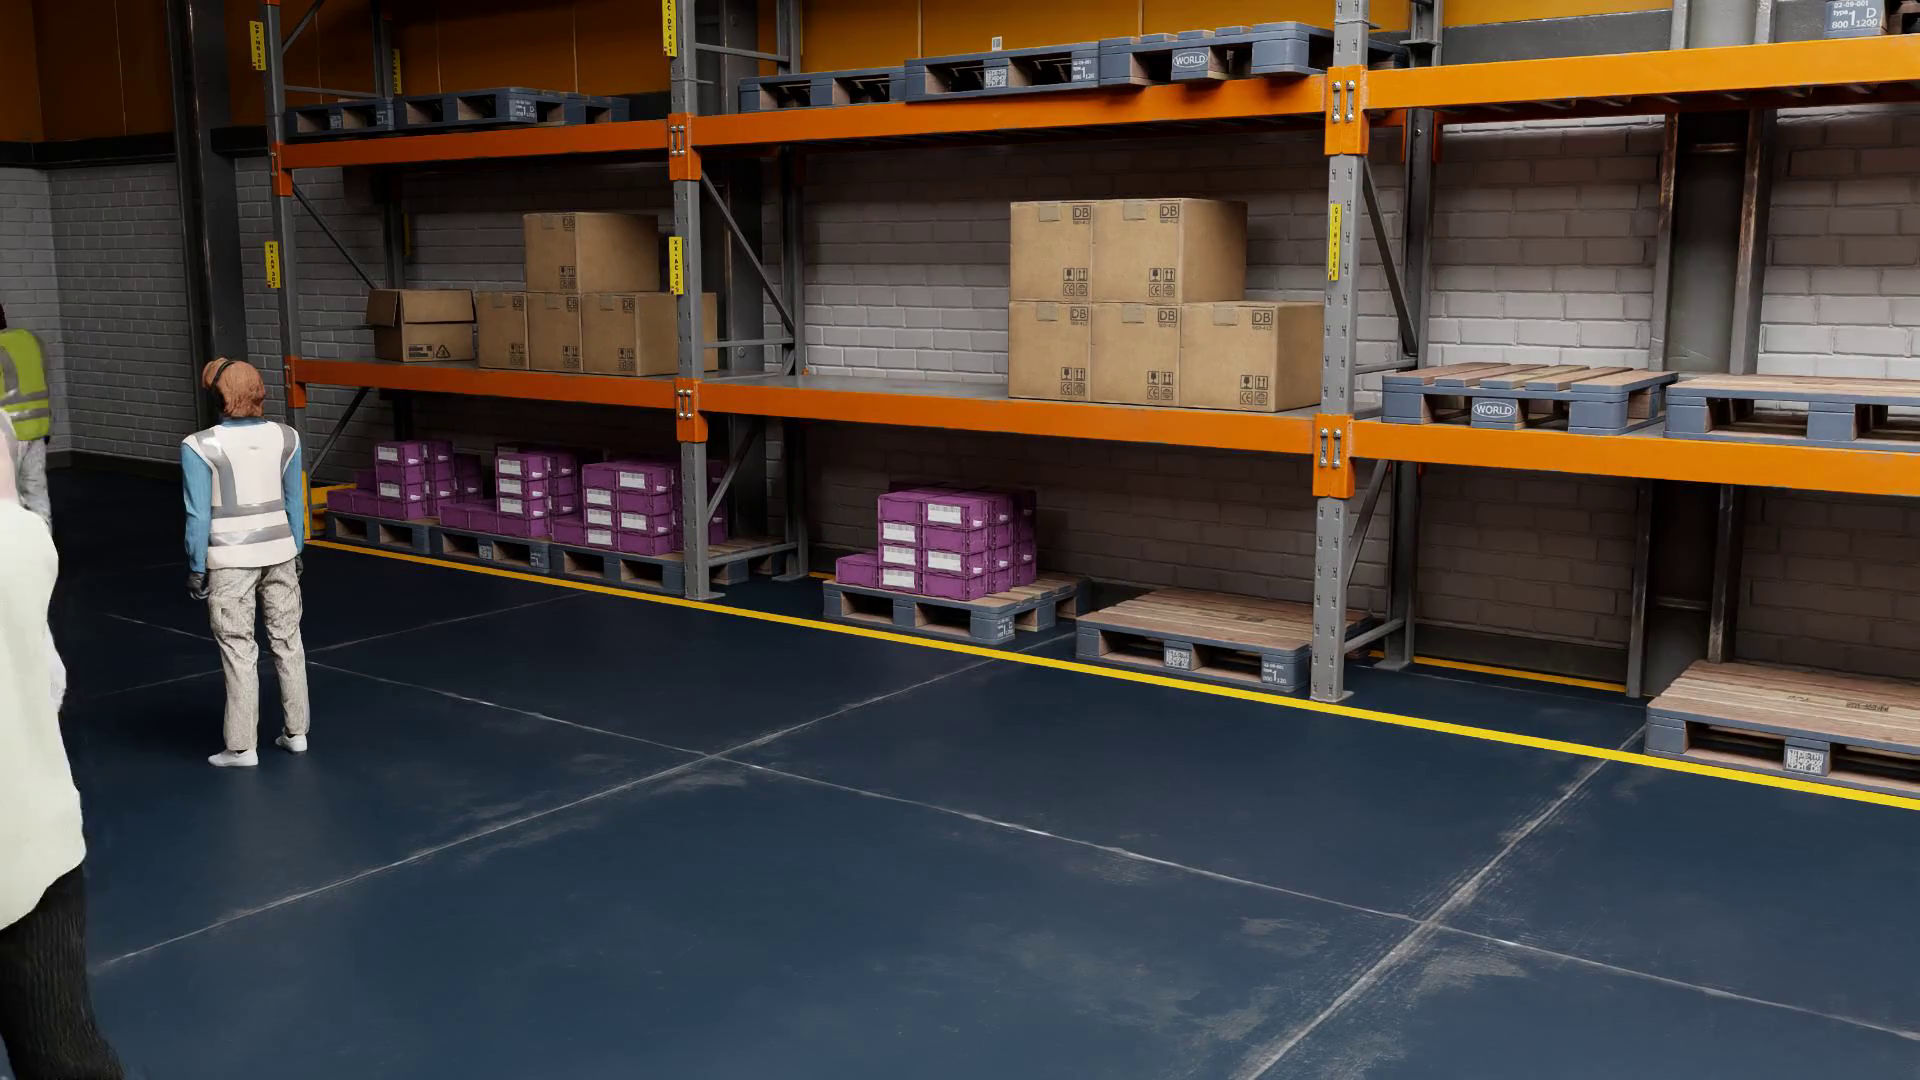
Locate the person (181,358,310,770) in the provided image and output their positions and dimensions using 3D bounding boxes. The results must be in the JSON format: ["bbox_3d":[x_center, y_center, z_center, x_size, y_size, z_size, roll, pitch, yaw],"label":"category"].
[{"bbox_3d":[-2.841,0.096,6.648,0.309,1.645,0.514,6,11,33],"label":"person"}]

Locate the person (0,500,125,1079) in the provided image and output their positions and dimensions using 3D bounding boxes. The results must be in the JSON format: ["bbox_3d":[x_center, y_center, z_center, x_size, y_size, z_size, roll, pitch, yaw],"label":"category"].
[{"bbox_3d":[-1.866,0.576,2.905,1.018,1.931,0.623,2,10,13],"label":"person"}]

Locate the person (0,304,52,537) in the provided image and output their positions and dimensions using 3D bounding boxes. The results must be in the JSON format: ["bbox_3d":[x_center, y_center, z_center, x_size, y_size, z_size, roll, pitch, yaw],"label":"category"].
[{"bbox_3d":[-6.092,-0.659,10.694,0.433,1.816,0.690,1,10,6],"label":"person"}]

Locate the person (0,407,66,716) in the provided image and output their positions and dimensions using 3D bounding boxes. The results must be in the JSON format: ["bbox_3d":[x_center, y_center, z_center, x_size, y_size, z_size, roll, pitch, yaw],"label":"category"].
[{"bbox_3d":[-3.323,0.180,5.623,0.605,1.816,0.652,3,10,17],"label":"person"}]
